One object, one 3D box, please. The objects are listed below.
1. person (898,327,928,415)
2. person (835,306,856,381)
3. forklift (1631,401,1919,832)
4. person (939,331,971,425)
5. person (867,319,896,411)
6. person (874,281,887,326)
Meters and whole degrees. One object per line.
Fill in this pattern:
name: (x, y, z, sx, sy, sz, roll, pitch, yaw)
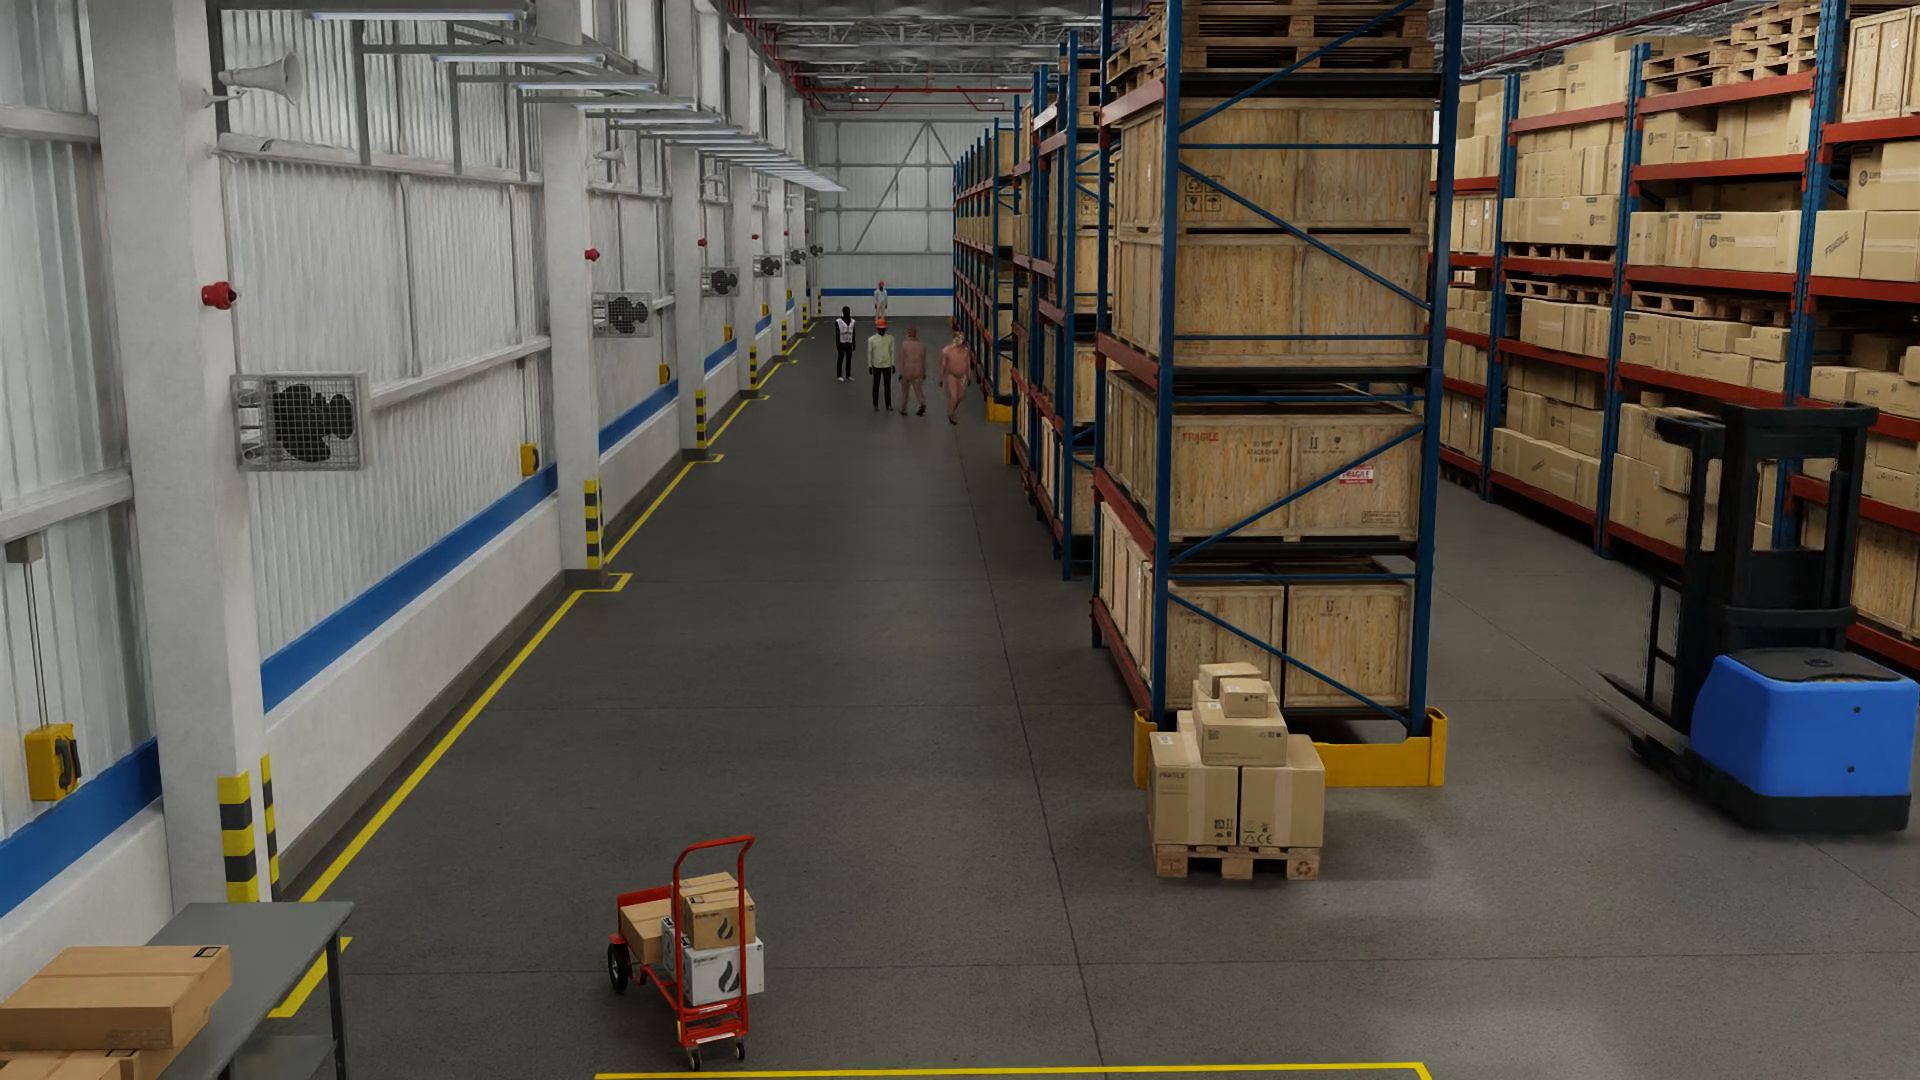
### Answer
person: (-0.968, -3.525, 34.847, 0.669, 1.873, 0.837, -5, 12, -25)
person: (-2.933, -5.014, 42.486, 0.584, 1.908, 0.387, -8, 14, -37)
forklift: (5.745, 0.429, 11.619, 1.129, 2.768, 1.873, 0, 11, -2)
person: (-0.119, -3.293, 33.604, 0.675, 1.875, 0.676, -6, 12, -28)
person: (-1.681, -3.757, 35.736, 0.619, 1.986, 0.410, -4, 11, -19)
person: (-3.055, -9.138, 64.365, 0.563, 1.742, 0.360, -6, 13, -30)
